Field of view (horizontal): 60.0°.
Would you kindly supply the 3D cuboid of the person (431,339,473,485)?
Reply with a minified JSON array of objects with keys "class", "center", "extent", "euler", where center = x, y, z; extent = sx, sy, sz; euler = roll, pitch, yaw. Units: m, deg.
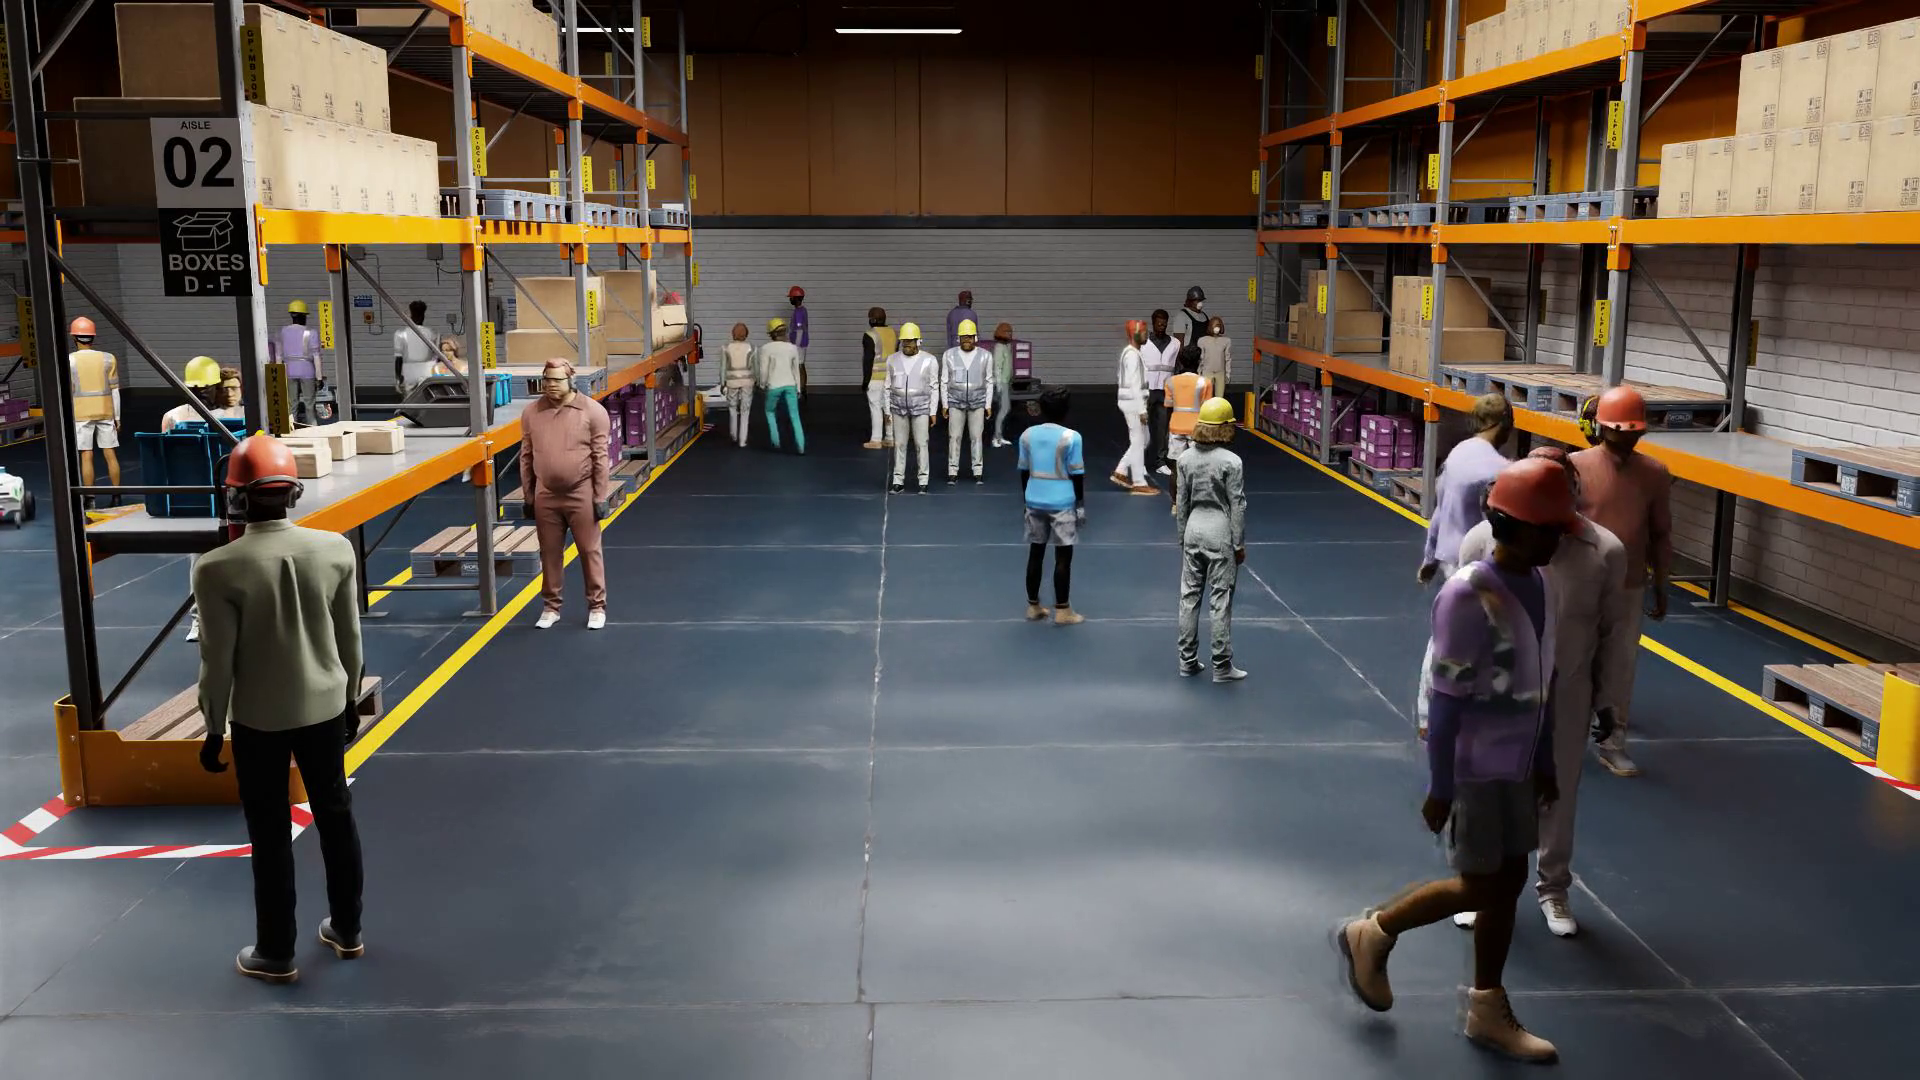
[{"class":"person","center":[-5.604,-1.396,18.338],"extent":[0.524,1.609,0.785],"euler":[0,10,2]}]

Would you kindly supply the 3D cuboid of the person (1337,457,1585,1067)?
[{"class":"person","center":[1.691,0.706,5.516],"extent":[0.614,2.016,0.672],"euler":[-10,14,-44]}]

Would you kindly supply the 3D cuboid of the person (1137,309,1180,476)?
[{"class":"person","center":[2.259,-1.700,19.169],"extent":[0.587,1.915,0.392],"euler":[-3,11,-16]}]

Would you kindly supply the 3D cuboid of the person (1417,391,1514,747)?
[{"class":"person","center":[2.719,0.163,8.914],"extent":[0.551,1.892,0.770],"euler":[1,10,5]}]

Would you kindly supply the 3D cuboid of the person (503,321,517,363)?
[{"class":"person","center":[-6.255,-2.550,24.034],"extent":[0.643,1.877,1.016],"euler":[3,11,16]}]

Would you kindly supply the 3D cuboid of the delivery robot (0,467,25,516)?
[{"class":"delivery robot","center":[-9.071,-0.451,15.738],"extent":[0.477,0.478,0.707],"euler":[-5,11,-25]}]

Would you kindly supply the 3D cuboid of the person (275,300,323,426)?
[{"class":"person","center":[-8.584,-2.153,21.665],"extent":[0.591,1.923,0.381],"euler":[1,10,4]}]

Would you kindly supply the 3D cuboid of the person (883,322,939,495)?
[{"class":"person","center":[-0.527,-1.387,17.647],"extent":[0.600,1.833,0.404],"euler":[2,10,11]}]

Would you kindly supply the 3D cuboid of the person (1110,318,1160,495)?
[{"class":"person","center":[1.892,-1.403,17.615],"extent":[0.465,1.876,0.601],"euler":[1,10,8]}]

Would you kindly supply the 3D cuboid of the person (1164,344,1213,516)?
[{"class":"person","center":[2.217,-1.043,16.158],"extent":[0.561,1.698,0.413],"euler":[7,13,36]}]

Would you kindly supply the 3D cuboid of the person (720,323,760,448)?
[{"class":"person","center":[-2.871,-2.031,21.831],"extent":[0.538,1.608,0.700],"euler":[-1,10,-3]}]

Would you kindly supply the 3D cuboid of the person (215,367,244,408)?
[{"class":"person","center":[-4.942,-0.258,11.360],"extent":[0.580,1.840,0.389],"euler":[-7,12,-35]}]

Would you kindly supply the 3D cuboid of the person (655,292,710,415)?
[{"class":"person","center":[-4.246,-2.709,24.737],"extent":[1.067,1.927,0.633],"euler":[-6,12,-29]}]

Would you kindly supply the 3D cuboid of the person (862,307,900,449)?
[{"class":"person","center":[-1.061,-2.110,21.663],"extent":[0.429,1.839,0.633],"euler":[8,13,37]}]

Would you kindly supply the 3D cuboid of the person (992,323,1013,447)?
[{"class":"person","center":[0.549,-2.038,21.916],"extent":[0.273,1.606,0.622],"euler":[2,10,12]}]

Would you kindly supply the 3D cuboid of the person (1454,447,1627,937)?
[{"class":"person","center":[2.224,0.587,6.451],"extent":[0.639,1.909,0.409],"euler":[3,10,14]}]

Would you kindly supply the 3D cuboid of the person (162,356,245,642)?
[{"class":"person","center":[-5.020,-0.273,11.191],"extent":[0.594,1.922,0.385],"euler":[-4,11,-19]}]

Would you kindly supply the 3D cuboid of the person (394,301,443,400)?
[{"class":"person","center":[-6.957,-2.118,21.482],"extent":[0.616,1.913,0.995],"euler":[-3,11,-14]}]

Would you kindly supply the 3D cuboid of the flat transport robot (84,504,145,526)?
[{"class":"flat transport robot","center":[-7.338,-0.164,15.192],"extent":[1.431,0.197,0.652],"euler":[6,12,31]}]

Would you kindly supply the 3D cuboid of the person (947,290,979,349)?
[{"class":"person","center":[0.083,-3.011,26.492],"extent":[0.400,1.910,0.643],"euler":[-9,14,-41]}]

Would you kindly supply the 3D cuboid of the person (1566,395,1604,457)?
[{"class":"person","center":[3.628,0.085,9.510],"extent":[0.569,1.806,0.987],"euler":[0,10,-2]}]

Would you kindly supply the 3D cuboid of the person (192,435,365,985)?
[{"class":"person","center":[-2.466,0.613,6.056],"extent":[0.379,1.996,0.611],"euler":[9,14,41]}]

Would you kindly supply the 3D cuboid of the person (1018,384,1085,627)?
[{"class":"person","center":[0.653,-0.245,11.670],"extent":[0.540,1.695,0.317],"euler":[8,13,38]}]

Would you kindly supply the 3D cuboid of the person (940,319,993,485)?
[{"class":"person","center":[0.075,-1.514,18.358],"extent":[0.586,1.833,0.404],"euler":[0,10,-2]}]

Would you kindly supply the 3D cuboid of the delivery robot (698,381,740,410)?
[{"class":"delivery robot","center":[-3.643,-2.188,25.412],"extent":[0.707,0.478,0.477],"euler":[-3,10,-16]}]

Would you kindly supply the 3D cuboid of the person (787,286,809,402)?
[{"class":"person","center":[-2.728,-3.292,27.974],"extent":[0.362,1.938,0.545],"euler":[0,10,-1]}]

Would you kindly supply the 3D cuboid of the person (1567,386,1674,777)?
[{"class":"person","center":[3.250,0.215,8.349],"extent":[0.613,1.969,0.436],"euler":[-1,10,-5]}]

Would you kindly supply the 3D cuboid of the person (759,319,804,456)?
[{"class":"person","center":[-2.261,-1.916,20.937],"extent":[0.542,1.704,0.738],"euler":[-6,12,-31]}]

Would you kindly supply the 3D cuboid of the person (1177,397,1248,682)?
[{"class":"person","center":[1.547,-0.002,10.190],"extent":[0.484,1.744,0.295],"euler":[9,14,42]}]

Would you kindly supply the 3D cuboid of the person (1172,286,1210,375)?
[{"class":"person","center":[3.445,-2.679,24.272],"extent":[0.683,2.000,0.538],"euler":[-10,14,-44]}]

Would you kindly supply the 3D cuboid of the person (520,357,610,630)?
[{"class":"person","center":[-2.733,-0.313,11.505],"extent":[0.637,1.898,0.395],"euler":[1,10,6]}]

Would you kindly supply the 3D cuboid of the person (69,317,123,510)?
[{"class":"person","center":[-8.625,-1.236,16.513],"extent":[0.543,1.939,0.362],"euler":[-9,14,-42]}]

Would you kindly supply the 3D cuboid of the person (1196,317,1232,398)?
[{"class":"person","center":[3.565,-2.314,23.365],"extent":[0.503,1.636,0.280],"euler":[0,10,-1]}]
